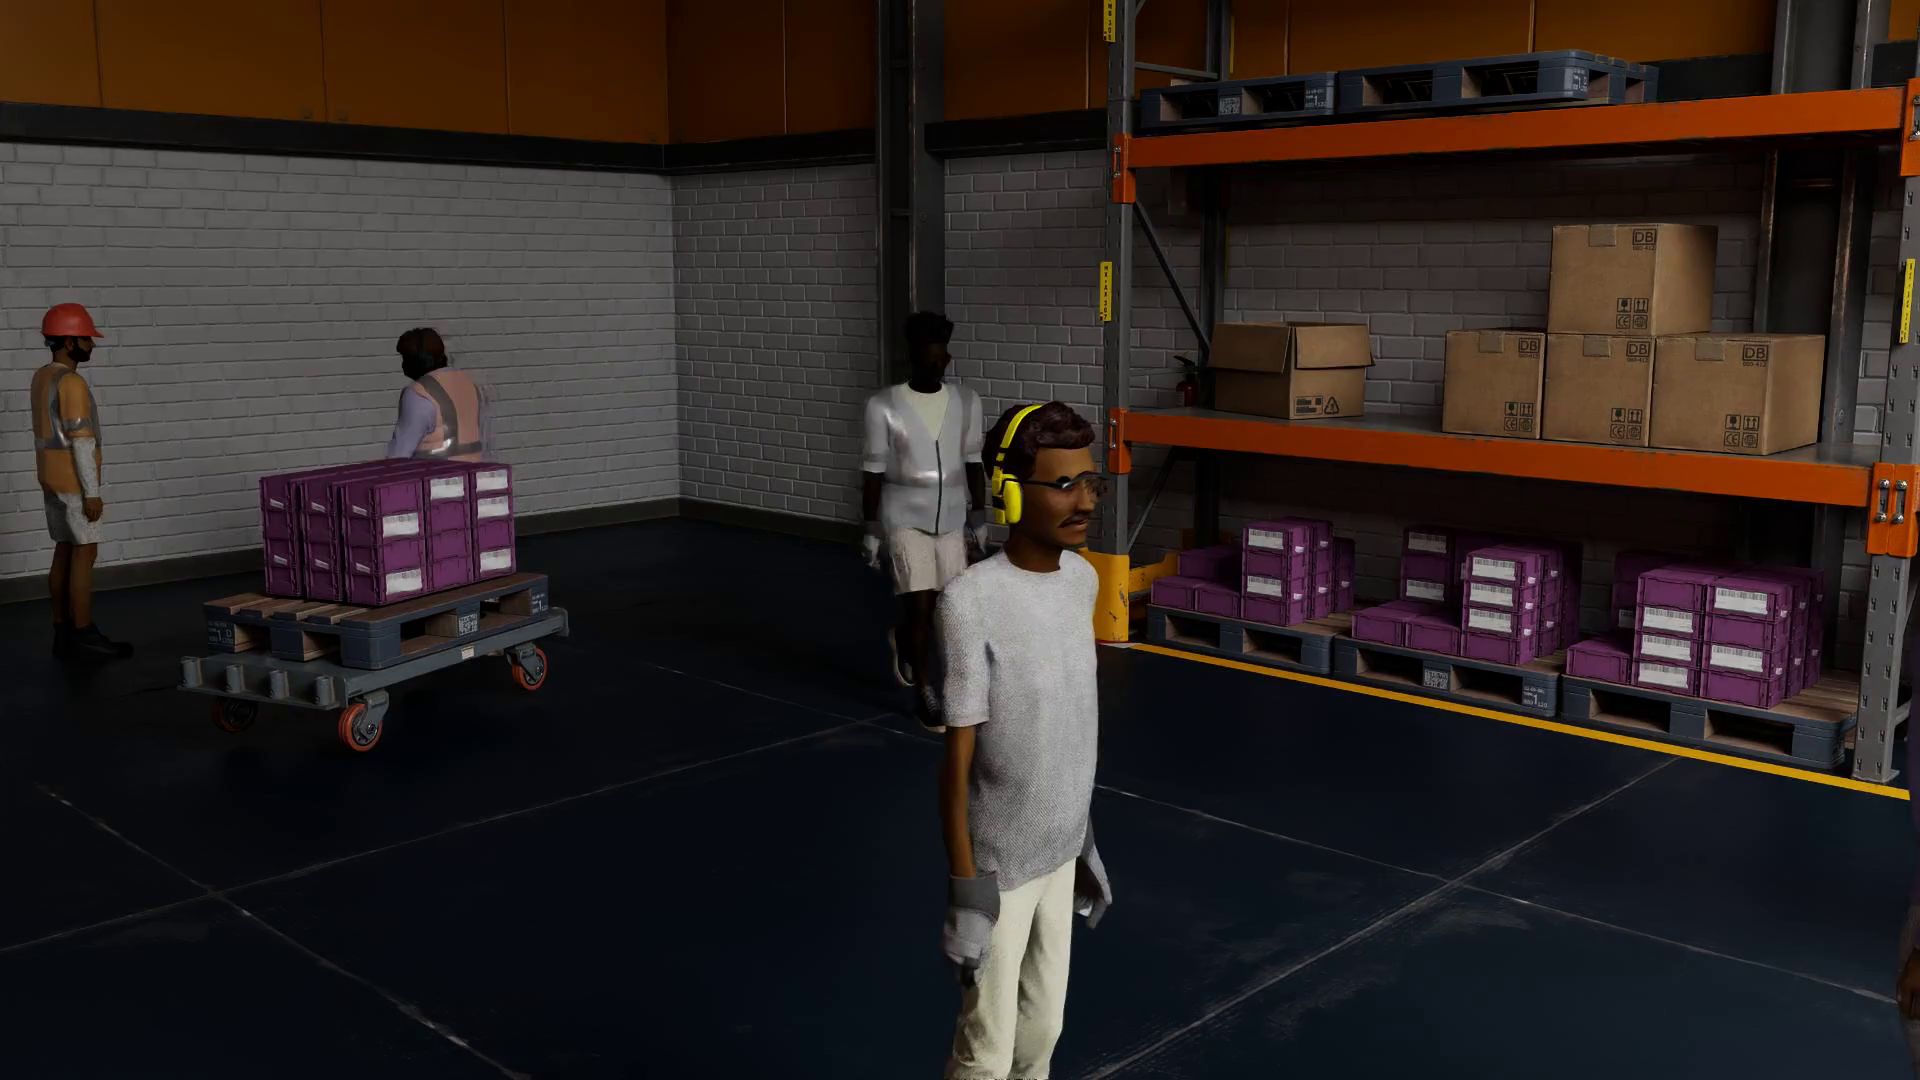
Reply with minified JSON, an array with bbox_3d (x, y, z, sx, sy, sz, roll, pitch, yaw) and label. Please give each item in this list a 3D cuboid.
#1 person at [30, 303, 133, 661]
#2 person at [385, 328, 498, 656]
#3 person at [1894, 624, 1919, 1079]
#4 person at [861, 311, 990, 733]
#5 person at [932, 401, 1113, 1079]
[{"bbox_3d":[-4.805,-0.316,9.065,0.551,1.934,0.372,8,12,41],"label":"person"},{"bbox_3d":[-2.948,-0.255,9.122,0.889,1.794,0.613,1,9,9],"label":"person"},{"bbox_3d":[1.902,0.664,3.058,0.634,1.936,0.351,-9,13,-44],"label":"person"},{"bbox_3d":[-0.195,-0.111,7.822,0.645,1.940,0.724,-5,10,-26],"label":"person"},{"bbox_3d":[0.141,0.654,3.325,0.325,1.871,0.516,7,11,35],"label":"person"}]
